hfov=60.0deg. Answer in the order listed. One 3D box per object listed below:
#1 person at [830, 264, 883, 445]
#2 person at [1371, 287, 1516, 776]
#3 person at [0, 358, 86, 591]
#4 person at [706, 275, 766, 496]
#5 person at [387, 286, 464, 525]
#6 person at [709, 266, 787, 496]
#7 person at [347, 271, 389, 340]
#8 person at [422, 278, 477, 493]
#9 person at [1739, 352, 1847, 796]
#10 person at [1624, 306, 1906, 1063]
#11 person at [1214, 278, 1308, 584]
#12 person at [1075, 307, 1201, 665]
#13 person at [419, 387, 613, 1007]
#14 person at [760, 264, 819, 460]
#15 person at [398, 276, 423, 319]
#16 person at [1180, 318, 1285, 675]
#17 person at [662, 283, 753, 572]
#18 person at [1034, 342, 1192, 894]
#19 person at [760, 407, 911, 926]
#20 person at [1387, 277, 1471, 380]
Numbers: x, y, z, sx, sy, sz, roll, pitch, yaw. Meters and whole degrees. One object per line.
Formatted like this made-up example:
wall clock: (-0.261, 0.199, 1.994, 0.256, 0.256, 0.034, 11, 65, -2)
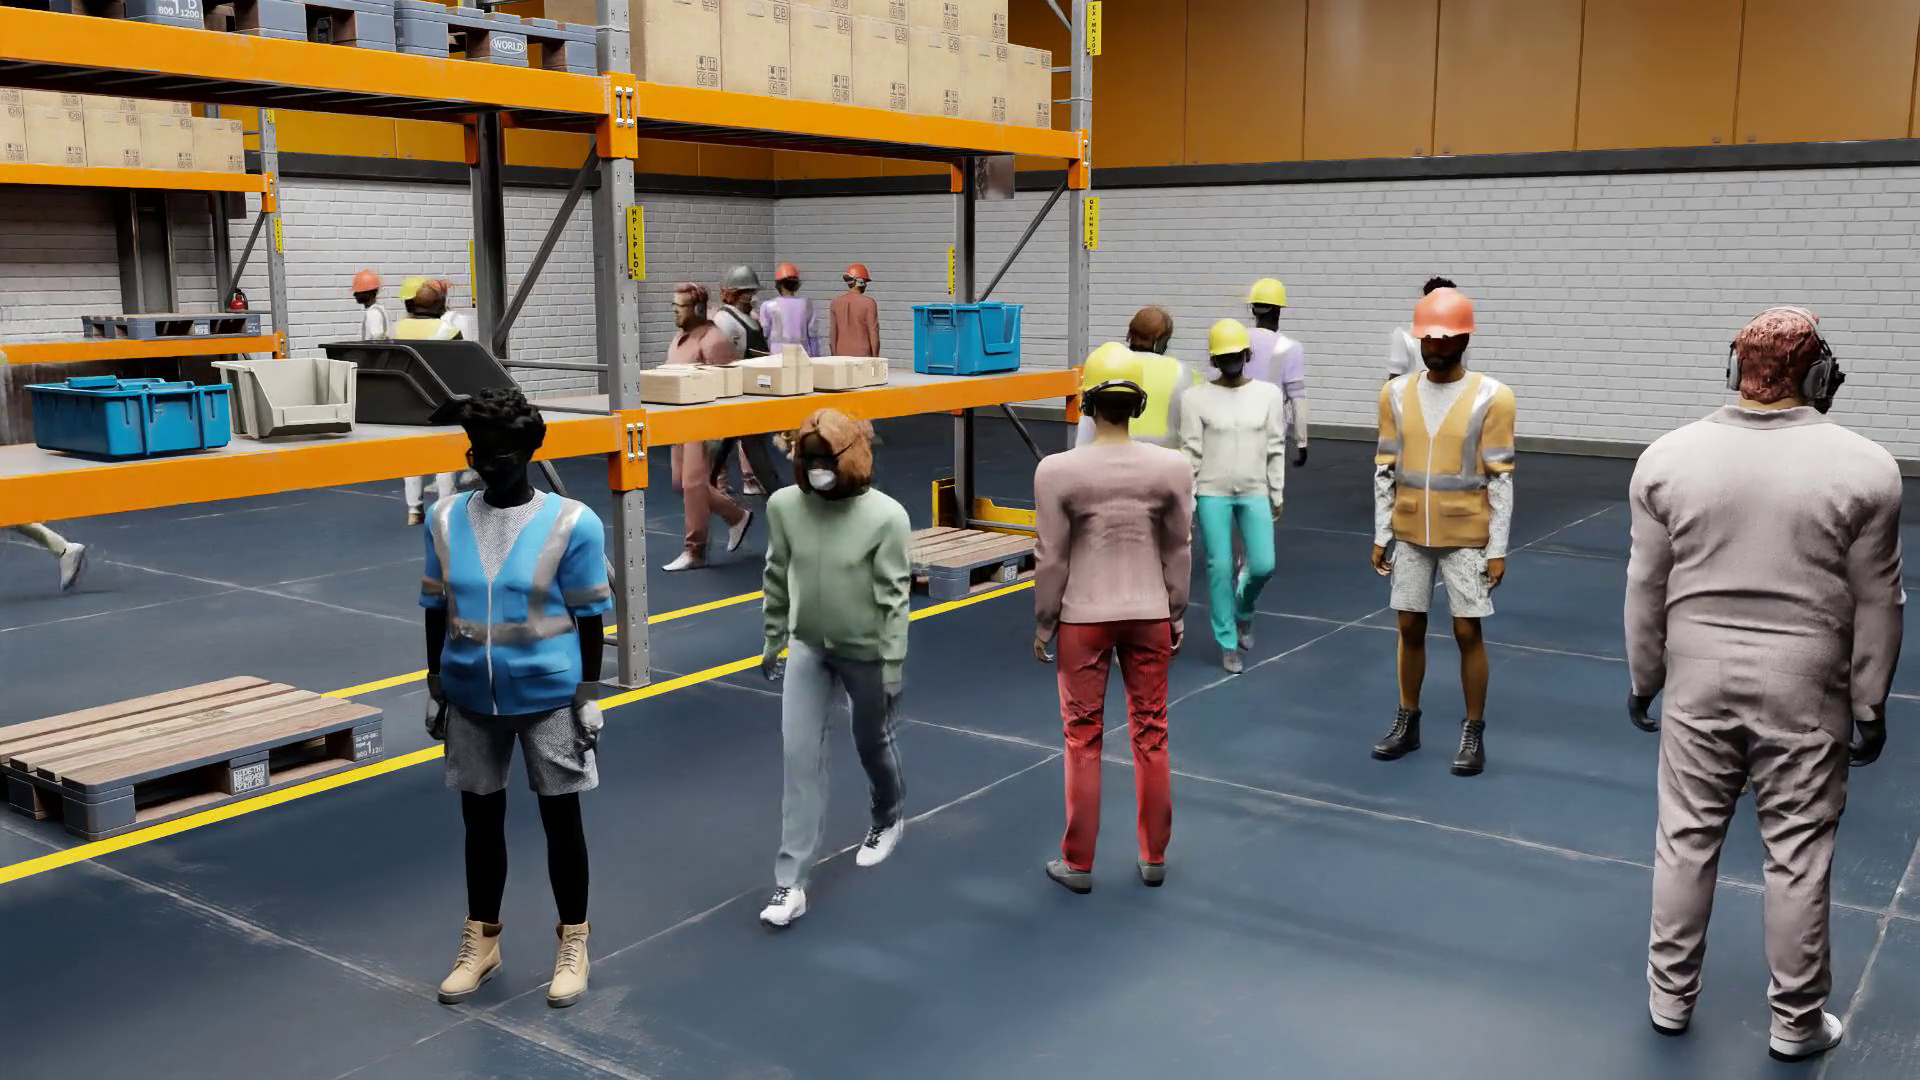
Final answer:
person: (-1.134, -2.026, 18.261, 0.609, 1.988, 0.392, 5, 11, 29)
person: (1.886, -0.025, 6.560, 0.558, 1.924, 0.424, 7, 12, 37)
person: (-5.699, -0.535, 9.818, 0.783, 1.852, 0.526, -4, 10, -21)
person: (-1.942, -1.333, 14.373, 0.639, 1.910, 0.407, 4, 10, 21)
person: (-4.045, -1.015, 12.738, 0.637, 1.833, 0.432, 2, 10, 10)
person: (-1.756, -1.257, 13.527, 1.064, 2.000, 0.698, 2, 10, 10)
person: (-5.771, -1.688, 16.494, 0.489, 1.915, 0.664, -3, 10, -18)
person: (-4.512, -1.342, 14.534, 0.609, 1.869, 0.459, 5, 11, 28)
person: (3.113, 0.143, 6.224, 0.539, 1.698, 0.319, 5, 11, 27)
person: (2.036, 0.366, 4.254, 0.639, 1.910, 0.407, 7, 12, 35)
person: (1.918, -0.684, 10.491, 0.625, 1.906, 0.613, 7, 12, 37)
person: (0.901, -0.278, 8.449, 0.640, 1.784, 0.960, 1, 10, 5)
person: (-1.209, 0.429, 4.519, 0.533, 1.692, 0.319, 1, 10, 7)
person: (-1.788, -1.825, 17.076, 0.615, 1.986, 1.032, -6, 11, -30)
person: (-5.275, -1.663, 16.457, 0.625, 1.866, 0.633, 8, 13, 40)
person: (1.336, -0.222, 8.222, 0.537, 1.743, 0.429, -1, 10, -5)
person: (-1.675, -0.747, 10.957, 0.662, 1.885, 0.651, -7, 12, -35)
person: (0.483, 0.256, 5.330, 0.524, 1.769, 0.309, -2, 10, -12)
person: (-0.396, 0.356, 5.286, 0.530, 1.582, 0.880, 3, 10, 16)
person: (3.389, -0.958, 12.135, 0.612, 1.923, 1.021, 1, 10, 3)
